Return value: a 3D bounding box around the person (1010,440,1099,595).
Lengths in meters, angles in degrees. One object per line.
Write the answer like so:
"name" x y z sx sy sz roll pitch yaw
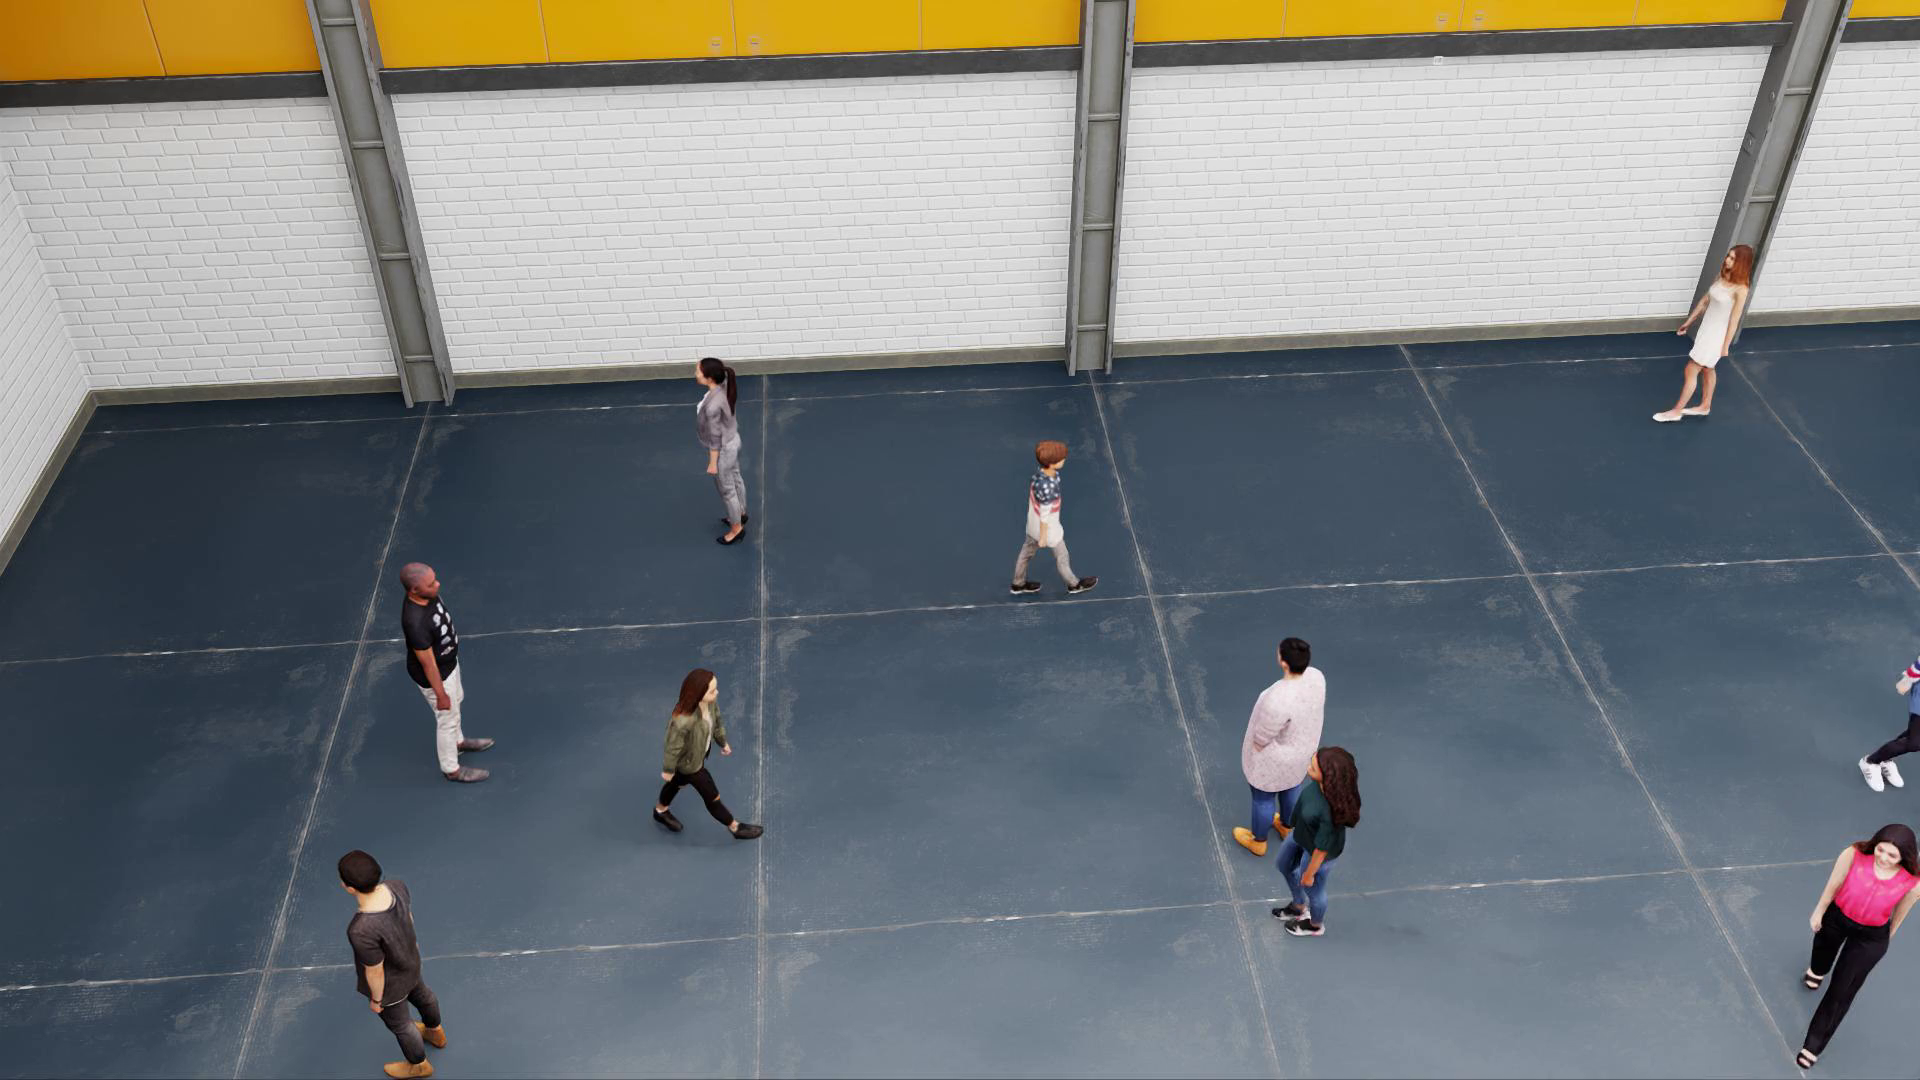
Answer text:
"person" 0.568 -0.133 12.476 0.910 1.409 0.614 -9 40 -12

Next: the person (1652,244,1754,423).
"person" 6.566 -1.778 14.305 0.799 1.697 0.616 0 39 0

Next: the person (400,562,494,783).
"person" -3.444 0.851 10.929 0.612 1.801 0.671 -6 39 -7

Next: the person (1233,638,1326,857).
"person" 2.037 1.288 10.429 0.747 1.743 0.848 -24 45 -27

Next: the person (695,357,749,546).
"person" -1.841 -0.699 12.971 0.654 1.675 0.676 6 39 7

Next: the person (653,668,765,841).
"person" -1.777 1.385 10.568 1.089 1.417 0.823 12 40 15

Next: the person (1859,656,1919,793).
"person" 6.338 0.948 10.835 0.555 1.767 0.726 3 39 4

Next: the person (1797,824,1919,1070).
"person" 5.073 2.156 9.450 1.080 1.608 1.126 27 46 29

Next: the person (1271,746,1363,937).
"person" 2.197 1.822 9.869 0.675 1.607 0.653 3 39 4

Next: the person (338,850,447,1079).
"person" -3.123 2.335 9.140 0.649 1.715 0.690 8 39 10
